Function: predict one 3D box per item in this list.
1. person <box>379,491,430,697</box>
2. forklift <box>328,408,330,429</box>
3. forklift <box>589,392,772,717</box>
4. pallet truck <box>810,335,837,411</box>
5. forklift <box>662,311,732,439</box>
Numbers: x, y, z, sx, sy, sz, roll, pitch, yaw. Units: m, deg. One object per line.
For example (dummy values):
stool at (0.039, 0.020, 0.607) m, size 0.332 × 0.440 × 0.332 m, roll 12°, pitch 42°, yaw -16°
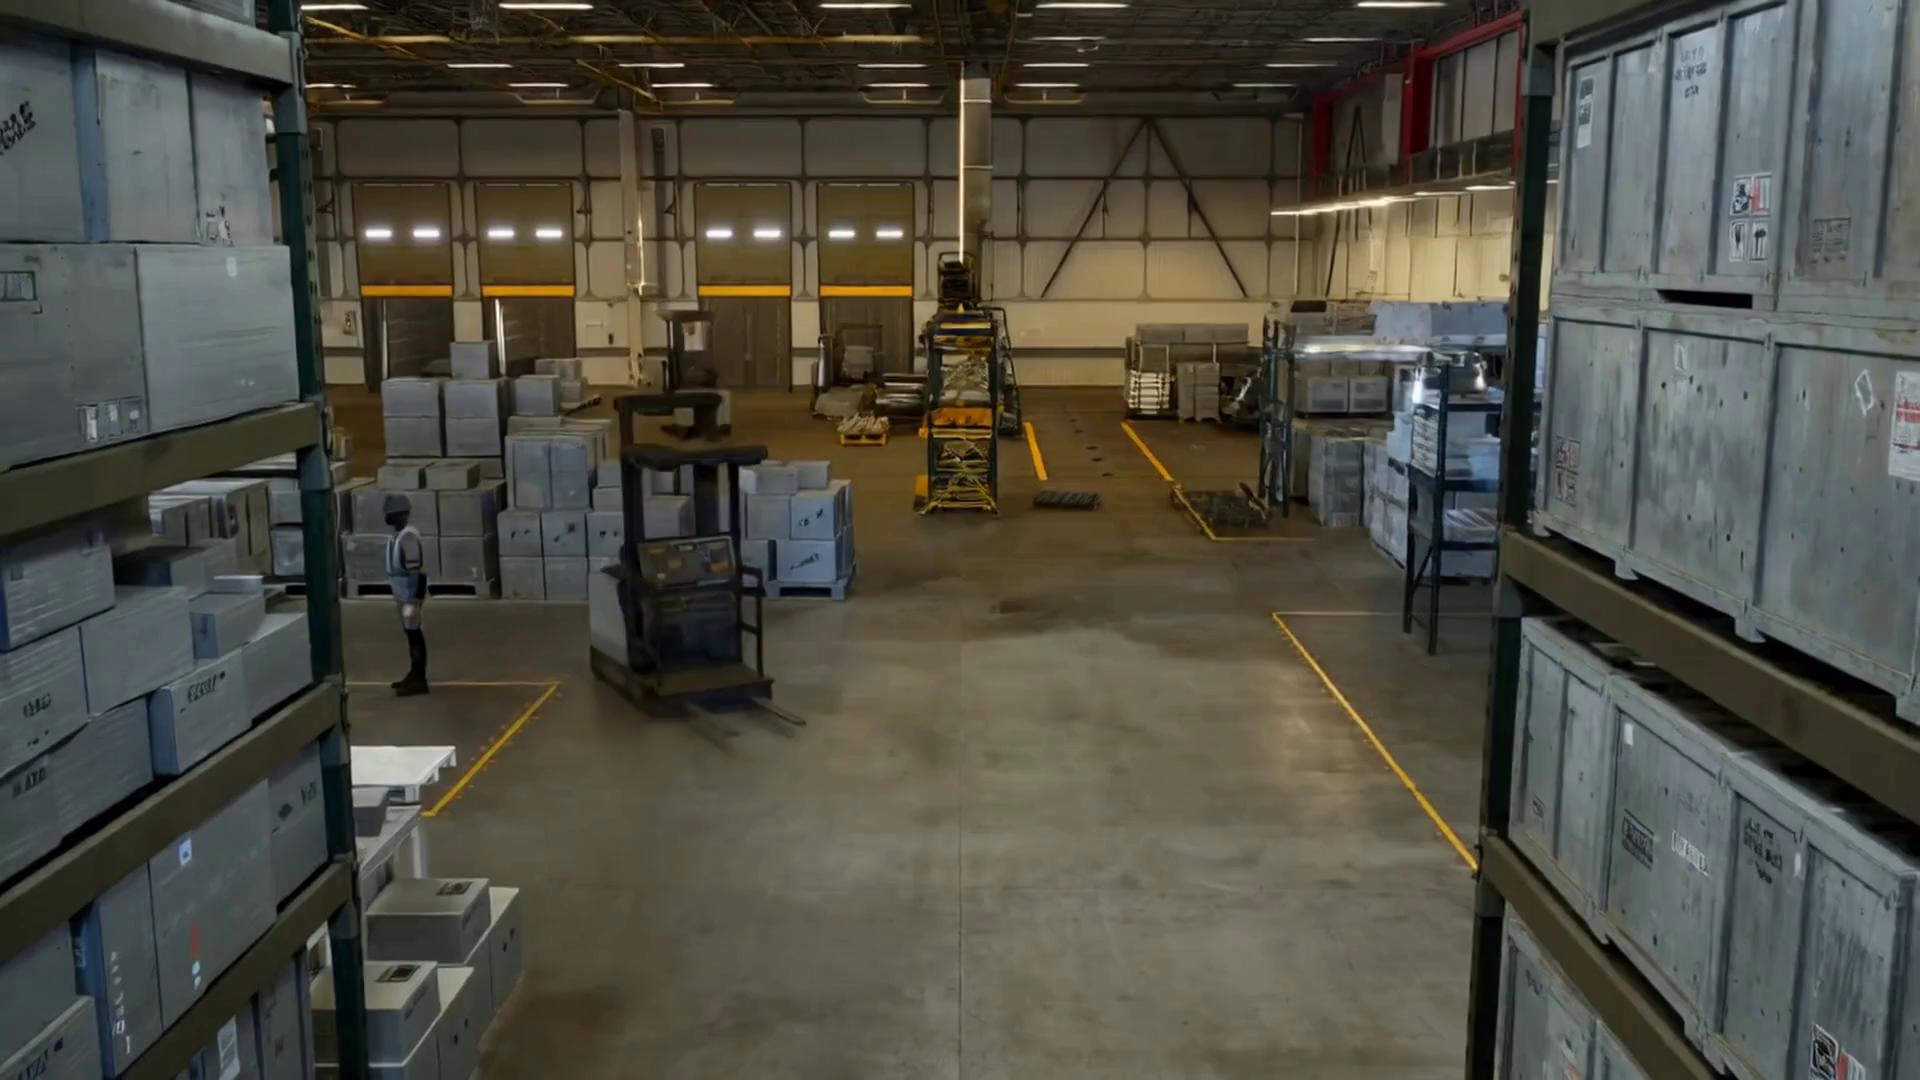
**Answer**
person at (-5.191, 0.500, 15.553) m, size 0.376 × 1.933 × 0.544 m, roll -4°, pitch 11°, yaw -23°
forklift at (-13.015, -2.830, 32.031) m, size 1.129 × 2.768 × 1.873 m, roll 0°, pitch 10°, yaw 1°
forklift at (-2.706, 0.026, 15.554) m, size 1.129 × 2.768 × 1.873 m, roll -6°, pitch 12°, yaw -32°
pallet truck at (-3.021, -4.312, 43.126) m, size 1.885 × 1.965 × 0.823 m, roll 3°, pitch 10°, yaw 17°
forklift at (-5.903, -3.726, 37.202) m, size 1.129 × 2.768 × 1.873 m, roll -5°, pitch 11°, yaw -25°
